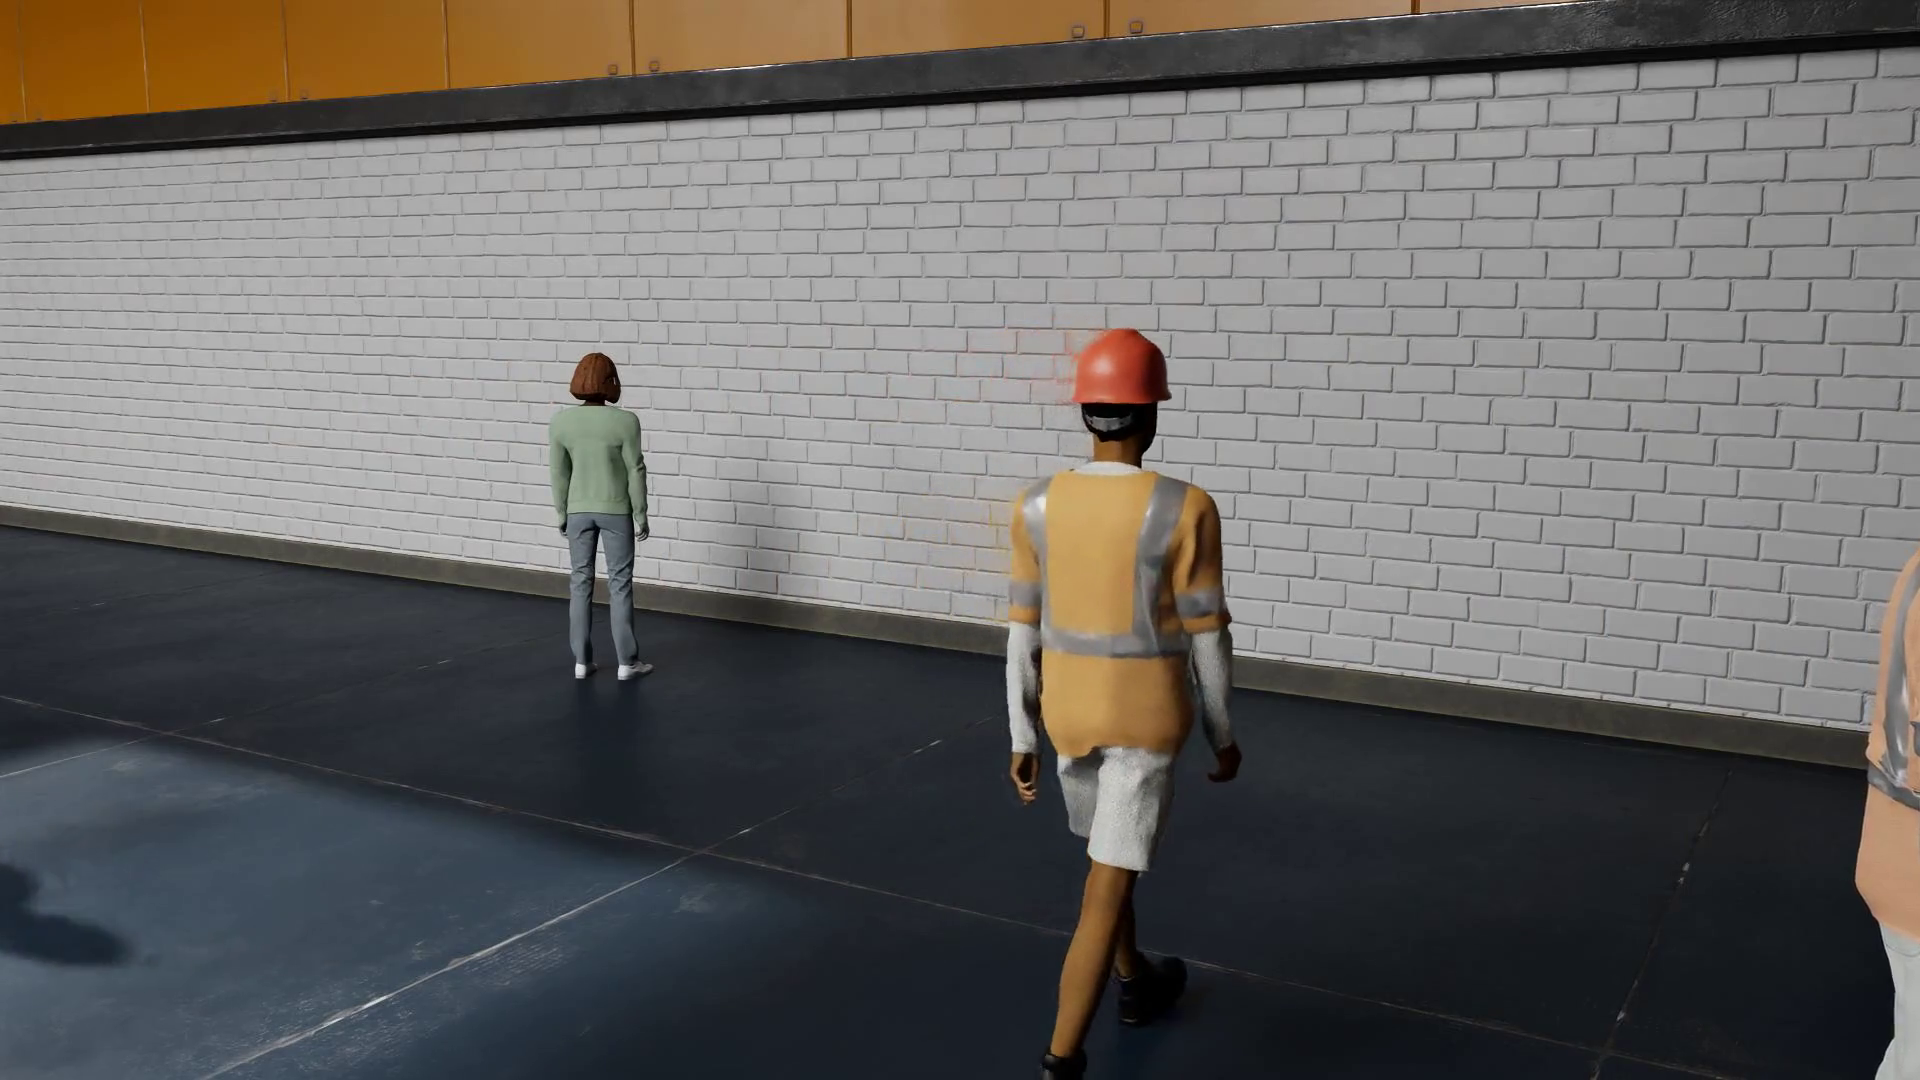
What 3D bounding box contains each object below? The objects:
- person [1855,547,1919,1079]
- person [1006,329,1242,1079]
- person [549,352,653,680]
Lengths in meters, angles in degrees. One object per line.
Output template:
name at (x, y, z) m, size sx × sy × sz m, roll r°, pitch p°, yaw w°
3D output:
person at (1.746, 0.614, 2.845) m, size 0.377 × 1.923 × 0.595 m, roll 6°, pitch 11°, yaw 33°
person at (0.378, 0.439, 4.077) m, size 0.543 × 1.895 × 1.010 m, roll 6°, pitch 11°, yaw 34°
person at (-1.788, -0.113, 8.292) m, size 0.499 × 1.634 × 0.279 m, roll 2°, pitch 9°, yaw 11°
